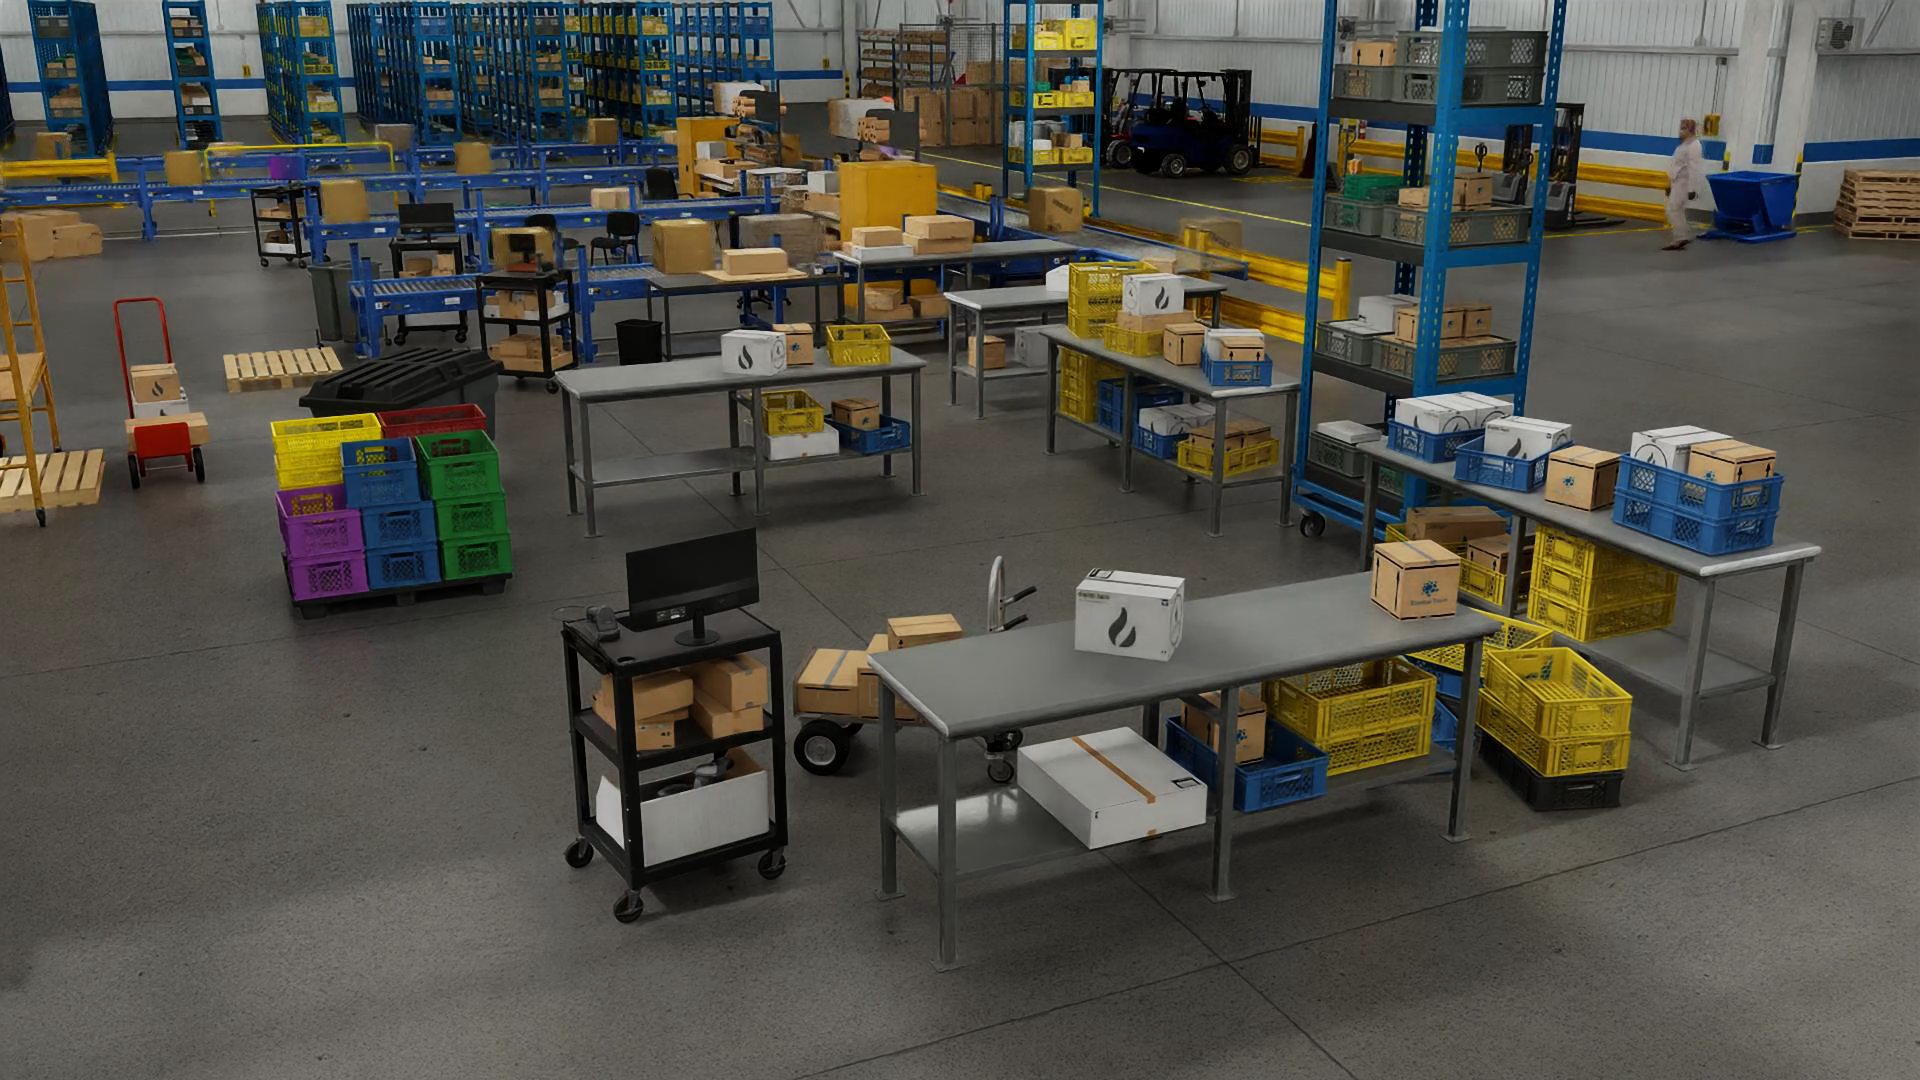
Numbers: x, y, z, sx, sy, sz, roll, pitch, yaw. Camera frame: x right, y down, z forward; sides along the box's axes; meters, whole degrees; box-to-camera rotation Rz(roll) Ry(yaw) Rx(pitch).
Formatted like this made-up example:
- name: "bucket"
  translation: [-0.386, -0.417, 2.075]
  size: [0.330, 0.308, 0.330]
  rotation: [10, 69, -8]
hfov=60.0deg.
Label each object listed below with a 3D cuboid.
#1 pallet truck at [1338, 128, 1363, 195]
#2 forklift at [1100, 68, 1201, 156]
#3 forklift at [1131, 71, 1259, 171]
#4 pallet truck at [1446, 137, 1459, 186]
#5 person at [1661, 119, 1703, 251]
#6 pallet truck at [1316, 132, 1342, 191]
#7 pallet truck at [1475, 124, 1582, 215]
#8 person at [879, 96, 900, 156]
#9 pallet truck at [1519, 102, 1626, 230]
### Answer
- name: "pallet truck"
  translation: [7.845, -7.140, 31.411]
  size: [1.522, 1.261, 0.704]
  rotation: [-9, 20, -25]
- name: "forklift"
  translation: [4.082, -9.564, 37.410]
  size: [2.680, 1.987, 1.157]
  rotation: [-8, 19, -23]
- name: "forklift"
  translation: [4.998, -8.936, 35.413]
  size: [2.680, 1.987, 1.157]
  rotation: [-9, 20, -25]
- name: "pallet truck"
  translation: [9.184, -6.485, 29.328]
  size: [1.630, 1.274, 0.653]
  rotation: [-8, 19, -23]
- name: "person"
  translation: [10.435, -5.142, 24.138]
  size: [0.445, 1.888, 0.657]
  rotation: [4, 18, 11]
- name: "pallet truck"
  translation: [7.723, -7.504, 32.656]
  size: [1.601, 1.201, 0.680]
  rotation: [-8, 19, -23]
- name: "pallet truck"
  translation: [9.707, -6.455, 28.103]
  size: [1.885, 1.965, 0.823]
  rotation: [-7, 19, -20]
- name: "person"
  translation: [-1.190, -6.308, 27.563]
  size: [0.379, 2.045, 0.605]
  rotation: [-5, 18, -14]
- name: "pallet truck"
  translation: [9.972, -6.037, 26.785]
  size: [1.885, 1.965, 0.823]
  rotation: [-9, 20, -25]
